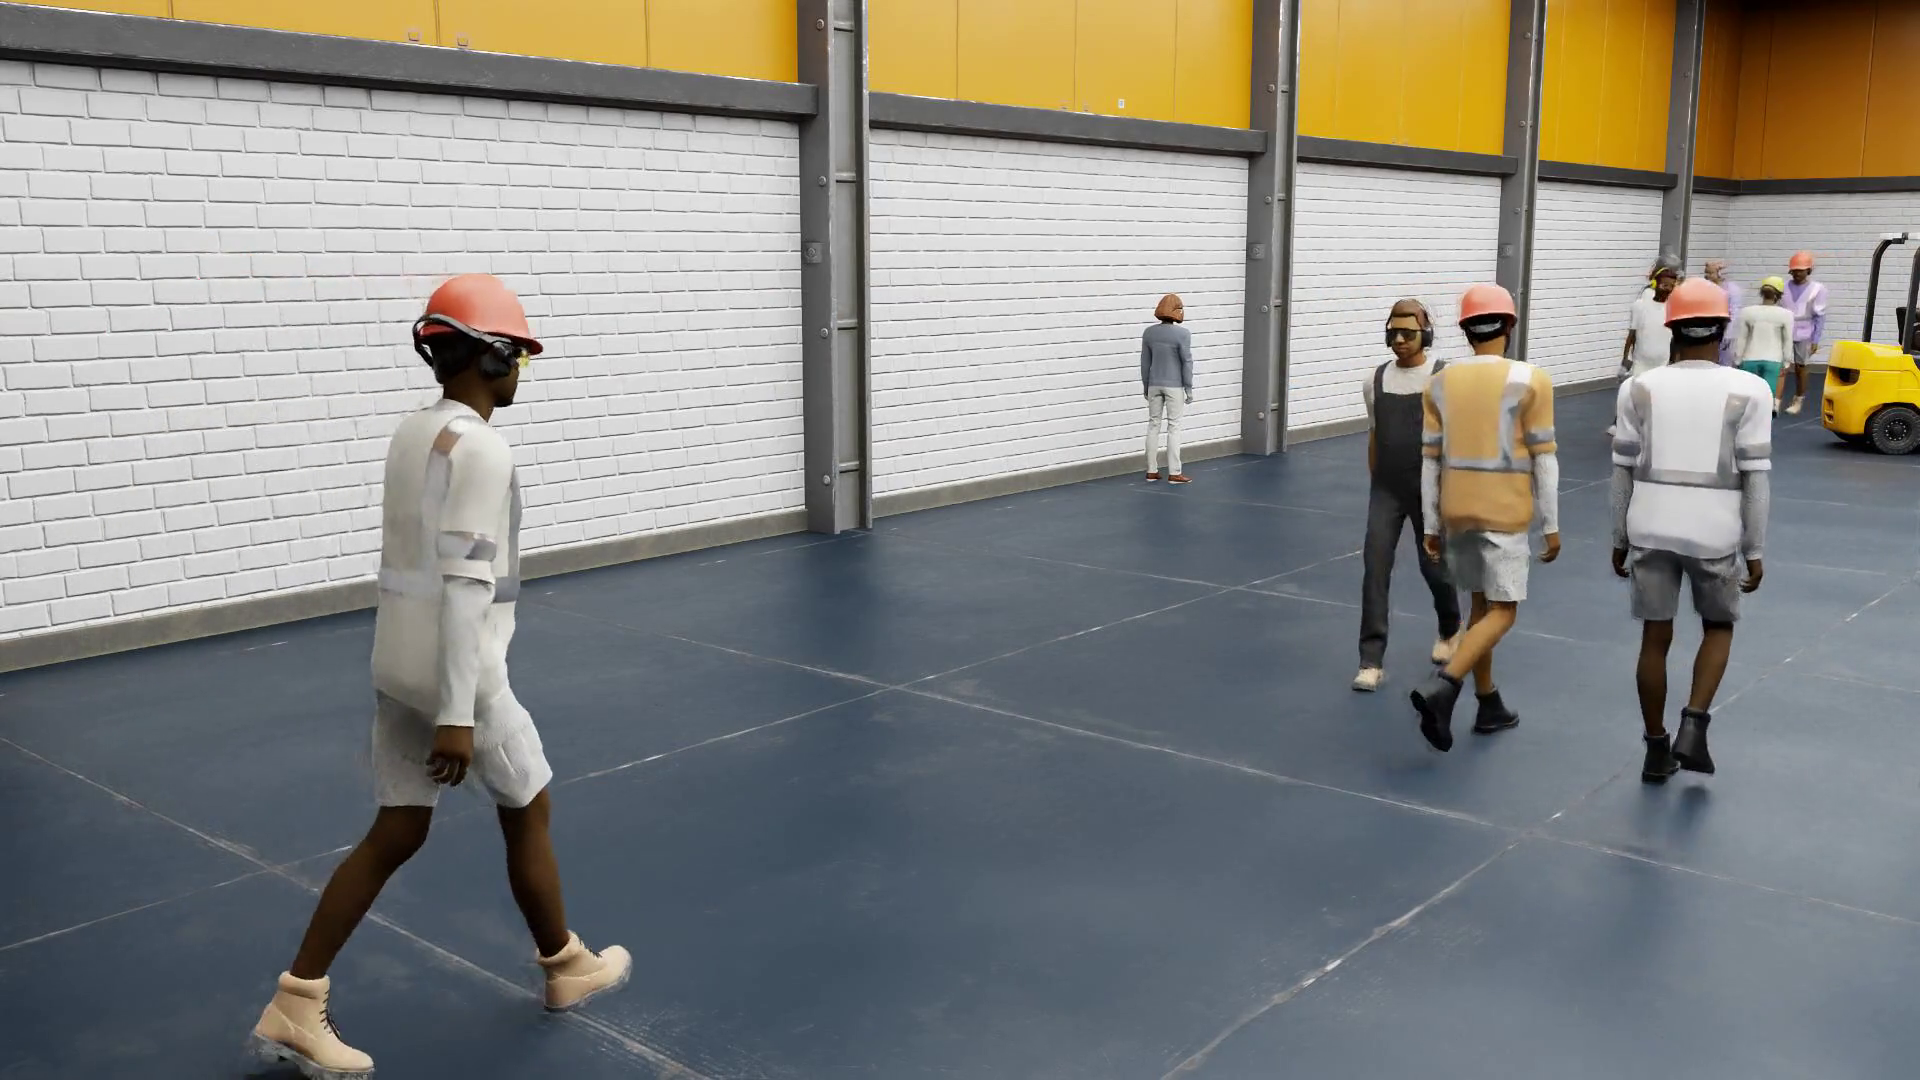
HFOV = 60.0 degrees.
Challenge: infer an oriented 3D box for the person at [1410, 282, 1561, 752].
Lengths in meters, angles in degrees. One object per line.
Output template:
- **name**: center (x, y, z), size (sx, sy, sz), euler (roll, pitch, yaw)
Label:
- **person**: center (2.075, -0.084, 6.731), size (0.815, 1.894, 0.593), euler (-9, 13, -41)

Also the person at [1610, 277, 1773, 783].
- **person**: center (2.744, -0.023, 6.284), size (0.565, 1.917, 0.440), euler (6, 12, 32)

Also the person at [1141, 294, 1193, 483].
- **person**: center (1.796, -1.300, 14.409), size (0.507, 1.617, 0.266), euler (8, 13, 40)

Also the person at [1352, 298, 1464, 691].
- **person**: center (2.135, -0.233, 7.822), size (0.500, 1.813, 0.909), euler (7, 12, 34)

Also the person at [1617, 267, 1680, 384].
- **person**: center (6.487, -1.630, 15.632), size (0.557, 1.846, 0.413), euler (2, 10, 13)

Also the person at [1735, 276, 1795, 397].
- **person**: center (8.276, -1.839, 17.151), size (0.535, 1.743, 0.432), euler (8, 13, 38)

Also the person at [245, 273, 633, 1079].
- **person**: center (-1.312, 0.333, 4.140), size (1.010, 1.977, 0.658), euler (-9, 13, -42)

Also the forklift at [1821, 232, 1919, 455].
- **forklift**: center (9.955, -1.972, 16.595), size (2.313, 2.155, 1.214), euler (1, 10, 8)

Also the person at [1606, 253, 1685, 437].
- **person**: center (7.091, -1.967, 17.004), size (0.835, 2.000, 0.766), euler (7, 12, 33)

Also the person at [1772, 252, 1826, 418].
- **person**: center (10.031, -2.457, 19.996), size (0.621, 1.972, 1.097), euler (8, 13, 37)

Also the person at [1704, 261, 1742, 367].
- **person**: center (9.339, -2.521, 20.686), size (0.972, 1.855, 0.654), euler (-9, 13, -42)
